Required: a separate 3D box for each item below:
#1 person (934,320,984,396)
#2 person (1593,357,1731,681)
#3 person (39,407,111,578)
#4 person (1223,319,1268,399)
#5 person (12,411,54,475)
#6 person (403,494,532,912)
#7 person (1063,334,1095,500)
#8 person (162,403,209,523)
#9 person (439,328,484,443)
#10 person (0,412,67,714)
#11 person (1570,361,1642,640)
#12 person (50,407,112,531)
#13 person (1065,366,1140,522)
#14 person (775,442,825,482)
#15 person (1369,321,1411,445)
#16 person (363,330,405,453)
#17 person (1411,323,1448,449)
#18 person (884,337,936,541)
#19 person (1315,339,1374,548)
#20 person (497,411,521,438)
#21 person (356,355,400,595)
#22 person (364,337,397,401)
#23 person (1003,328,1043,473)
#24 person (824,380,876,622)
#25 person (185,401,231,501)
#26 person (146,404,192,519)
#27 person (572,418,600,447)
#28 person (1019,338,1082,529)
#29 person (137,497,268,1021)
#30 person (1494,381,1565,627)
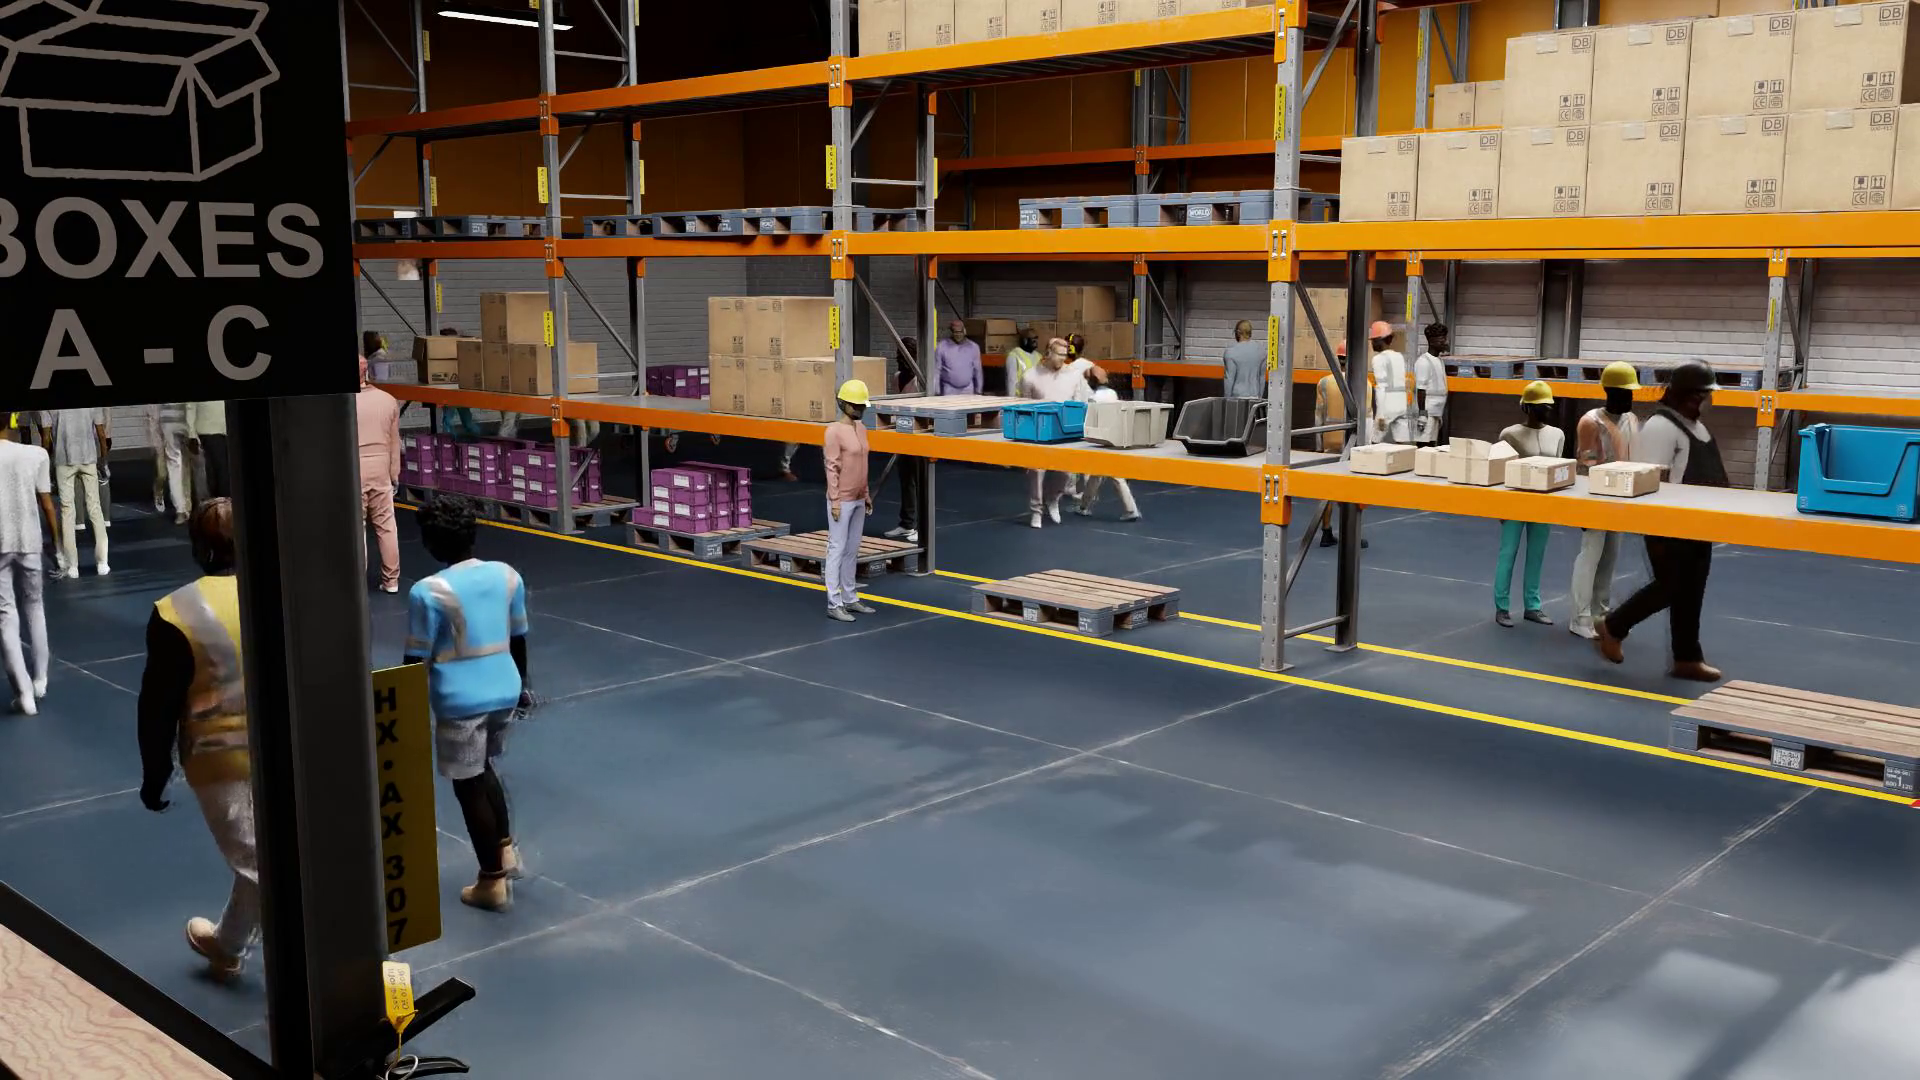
[{"bbox_3d":[-0.027,-2.022,22.385,0.686,1.879,0.425,-2,9,-12],"label":"person"},{"bbox_3d":[4.436,-0.138,10.361,0.694,2.000,0.685,-9,13,-43],"label":"person"},{"bbox_3d":[-7.358,-0.618,13.827,0.526,1.871,0.324,-7,12,-38],"label":"person"},{"bbox_3d":[3.489,-1.744,20.520,0.627,1.940,0.372,-5,10,-27],"label":"person"},{"bbox_3d":[-11.494,-1.742,20.504,0.366,1.939,0.542,7,12,37],"label":"person"},{"bbox_3d":[-1.963,0.648,6.664,0.466,1.667,0.550,5,11,30],"label":"person"},{"bbox_3d":[1.231,-1.364,18.482,0.749,1.838,0.548,7,12,38],"label":"person"},{"bbox_3d":[-7.983,-1.128,17.041,0.575,1.832,0.942,-4,10,-22],"label":"person"},{"bbox_3d":[-6.533,-1.869,21.734,0.899,1.807,0.610,2,10,14],"label":"person"},{"bbox_3d":[-5.573,0.066,9.693,0.563,1.844,0.751,-7,12,-38],"label":"person"},{"bbox_3d":[4.509,-0.275,11.548,0.594,1.924,0.379,-7,11,-36],"label":"person"},{"bbox_3d":[-8.603,-1.047,16.271,0.359,1.930,0.587,8,12,41],"label":"person"},{"bbox_3d":[1.493,-0.983,16.950,0.892,1.583,0.572,5,11,29],"label":"person"},{"bbox_3d":[-1.786,-1.596,19.776,1.041,1.893,0.641,6,11,31],"label":"person"},{"bbox_3d":[4.743,-1.422,18.473,0.635,1.984,0.880,-9,13,-42],"label":"person"},{"bbox_3d":[-7.091,-1.678,20.496,0.632,1.825,0.623,-3,10,-19],"label":"person"},{"bbox_3d":[5.216,-1.425,18.478,0.370,1.965,0.608,6,11,32],"label":"person"},{"bbox_3d":[-0.446,-0.956,15.744,0.397,1.920,0.587,-7,12,-37],"label":"person"},{"bbox_3d":[3.532,-0.883,15.246,0.551,1.935,0.375,7,12,38],"label":"person"},{"bbox_3d":[-5.849,-1.917,21.672,0.413,1.923,0.736,1,9,7],"label":"person"},{"bbox_3d":[-4.663,-0.490,12.927,0.399,1.910,0.643,8,12,42],"label":"person"},{"bbox_3d":[-7.268,-1.659,20.678,0.496,1.722,0.473,3,10,17],"label":"person"},{"bbox_3d":[0.814,-1.730,20.754,0.537,1.829,0.651,9,13,43],"label":"person"},{"bbox_3d":[-0.796,-0.292,12.173,0.327,1.760,0.524,4,10,26],"label":"person"},{"bbox_3d":[-7.322,-1.084,16.439,0.803,1.946,0.634,7,12,38],"label":"person"},{"bbox_3d":[-8.070,-1.010,16.999,0.494,1.611,0.584,-9,13,-44],"label":"person"},{"bbox_3d":[-4.858,-1.718,21.303,0.416,1.626,0.533,5,11,29],"label":"person"},{"bbox_3d":[0.897,-1.050,16.424,0.698,1.883,0.428,-2,9,-12],"label":"person"},{"bbox_3d":[-2.478,0.746,5.686,0.941,1.791,0.628,6,11,33],"label":"person"},{"bbox_3d":[4.091,-0.257,11.925,0.524,1.770,0.315,-2,10,-14],"label":"person"}]
